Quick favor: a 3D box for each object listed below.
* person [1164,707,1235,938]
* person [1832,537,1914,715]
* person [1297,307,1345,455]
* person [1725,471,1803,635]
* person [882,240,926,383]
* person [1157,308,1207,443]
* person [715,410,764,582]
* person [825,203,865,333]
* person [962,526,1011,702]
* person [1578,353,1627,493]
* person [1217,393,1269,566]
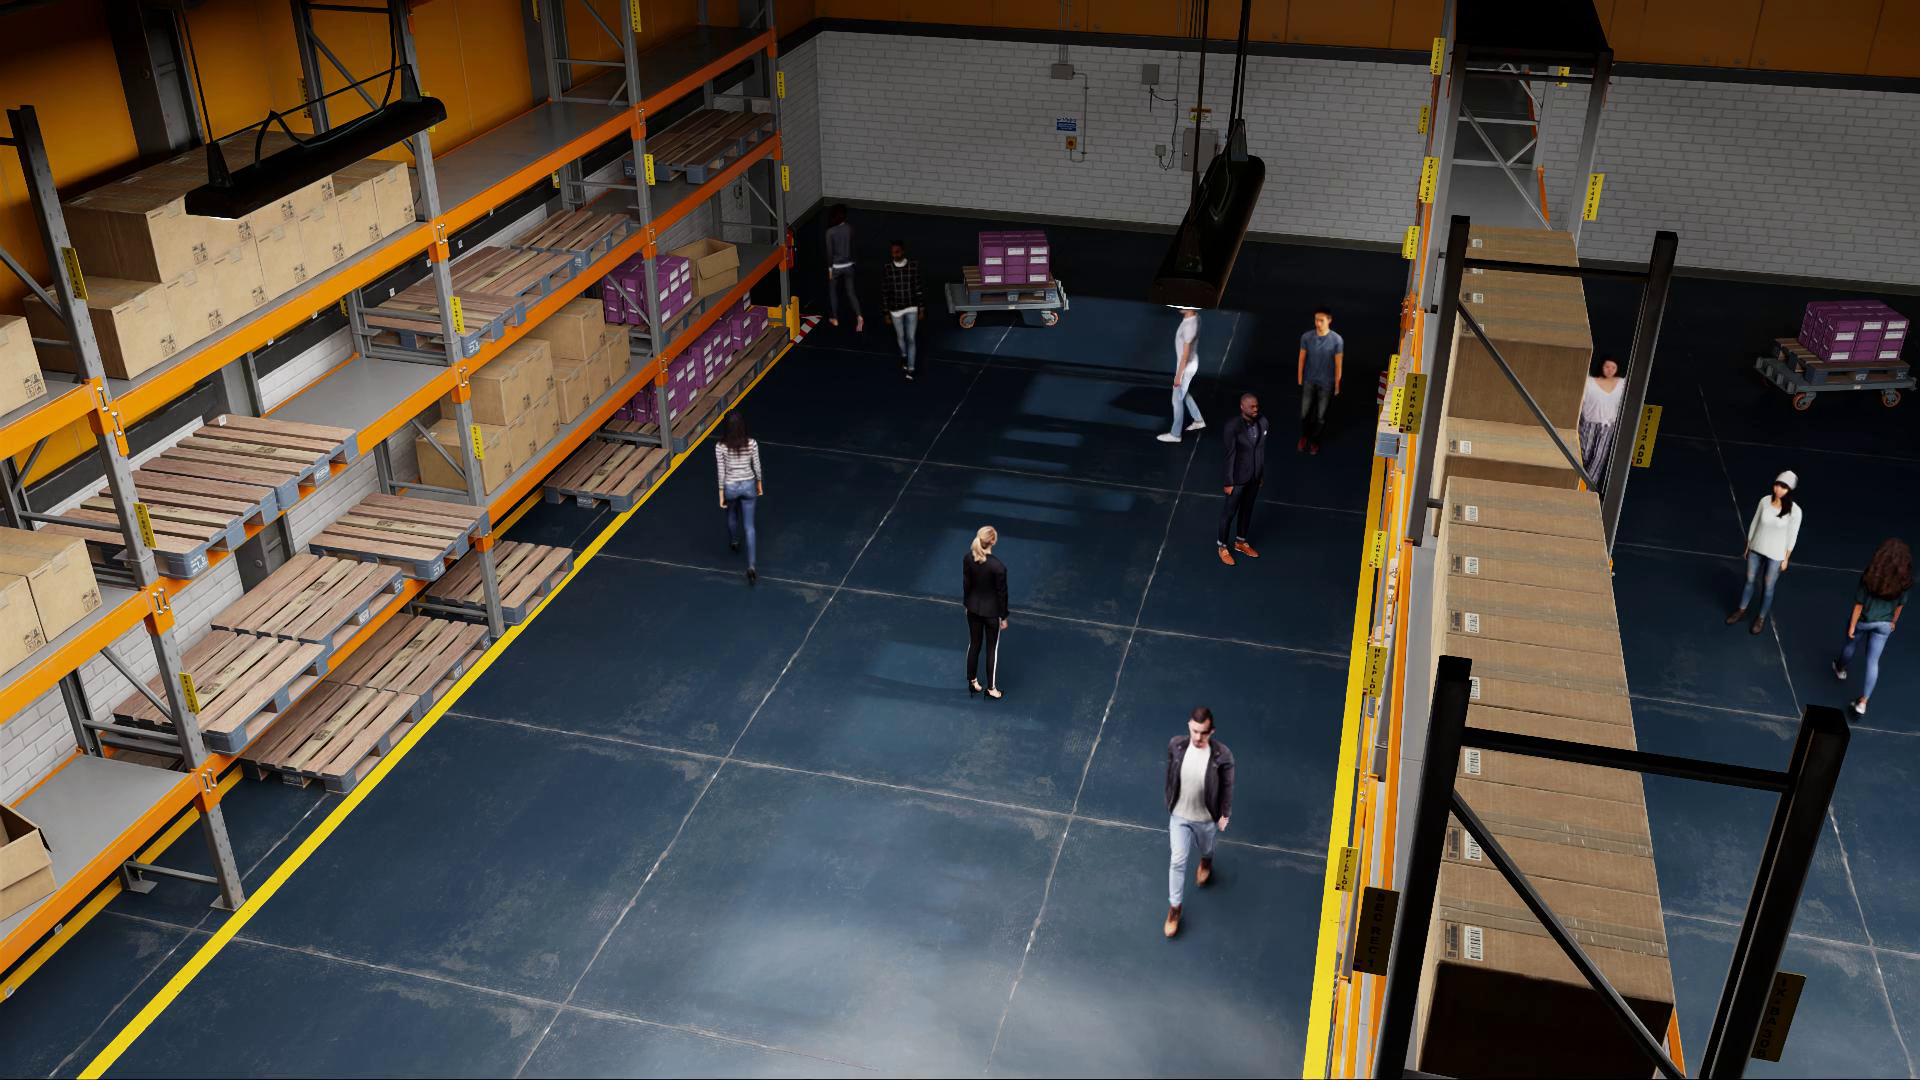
[{"bbox_3d":[1.737,1.930,12.145,0.728,1.807,1.145,9,30,16],"label":"person"},{"bbox_3d":[7.984,0.769,14.517,0.608,1.572,1.098,6,29,12],"label":"person"},{"bbox_3d":[4.135,-1.855,19.096,0.658,1.794,0.607,7,29,13],"label":"person"},{"bbox_3d":[7.614,0.099,15.670,0.658,1.645,0.644,-25,37,-37],"label":"person"},{"bbox_3d":[-0.724,-2.956,21.144,0.885,1.765,1.255,0,29,-1],"label":"person"},{"bbox_3d":[2.684,-2.001,19.311,0.754,1.845,0.692,7,29,13],"label":"person"},{"bbox_3d":[-2.156,-0.398,16.480,0.936,1.742,1.189,-6,29,-11],"label":"person"},{"bbox_3d":[-1.552,-3.645,22.429,1.034,1.746,1.126,-14,31,-23],"label":"person"},{"bbox_3d":[0.213,0.644,14.607,0.680,1.705,0.637,18,33,29],"label":"person"},{"bbox_3d":[6.974,-1.293,18.200,0.716,1.666,0.767,4,29,8],"label":"person"},{"bbox_3d":[2.862,-0.648,16.859,0.771,1.818,0.844,-17,33,-29],"label":"person"}]
